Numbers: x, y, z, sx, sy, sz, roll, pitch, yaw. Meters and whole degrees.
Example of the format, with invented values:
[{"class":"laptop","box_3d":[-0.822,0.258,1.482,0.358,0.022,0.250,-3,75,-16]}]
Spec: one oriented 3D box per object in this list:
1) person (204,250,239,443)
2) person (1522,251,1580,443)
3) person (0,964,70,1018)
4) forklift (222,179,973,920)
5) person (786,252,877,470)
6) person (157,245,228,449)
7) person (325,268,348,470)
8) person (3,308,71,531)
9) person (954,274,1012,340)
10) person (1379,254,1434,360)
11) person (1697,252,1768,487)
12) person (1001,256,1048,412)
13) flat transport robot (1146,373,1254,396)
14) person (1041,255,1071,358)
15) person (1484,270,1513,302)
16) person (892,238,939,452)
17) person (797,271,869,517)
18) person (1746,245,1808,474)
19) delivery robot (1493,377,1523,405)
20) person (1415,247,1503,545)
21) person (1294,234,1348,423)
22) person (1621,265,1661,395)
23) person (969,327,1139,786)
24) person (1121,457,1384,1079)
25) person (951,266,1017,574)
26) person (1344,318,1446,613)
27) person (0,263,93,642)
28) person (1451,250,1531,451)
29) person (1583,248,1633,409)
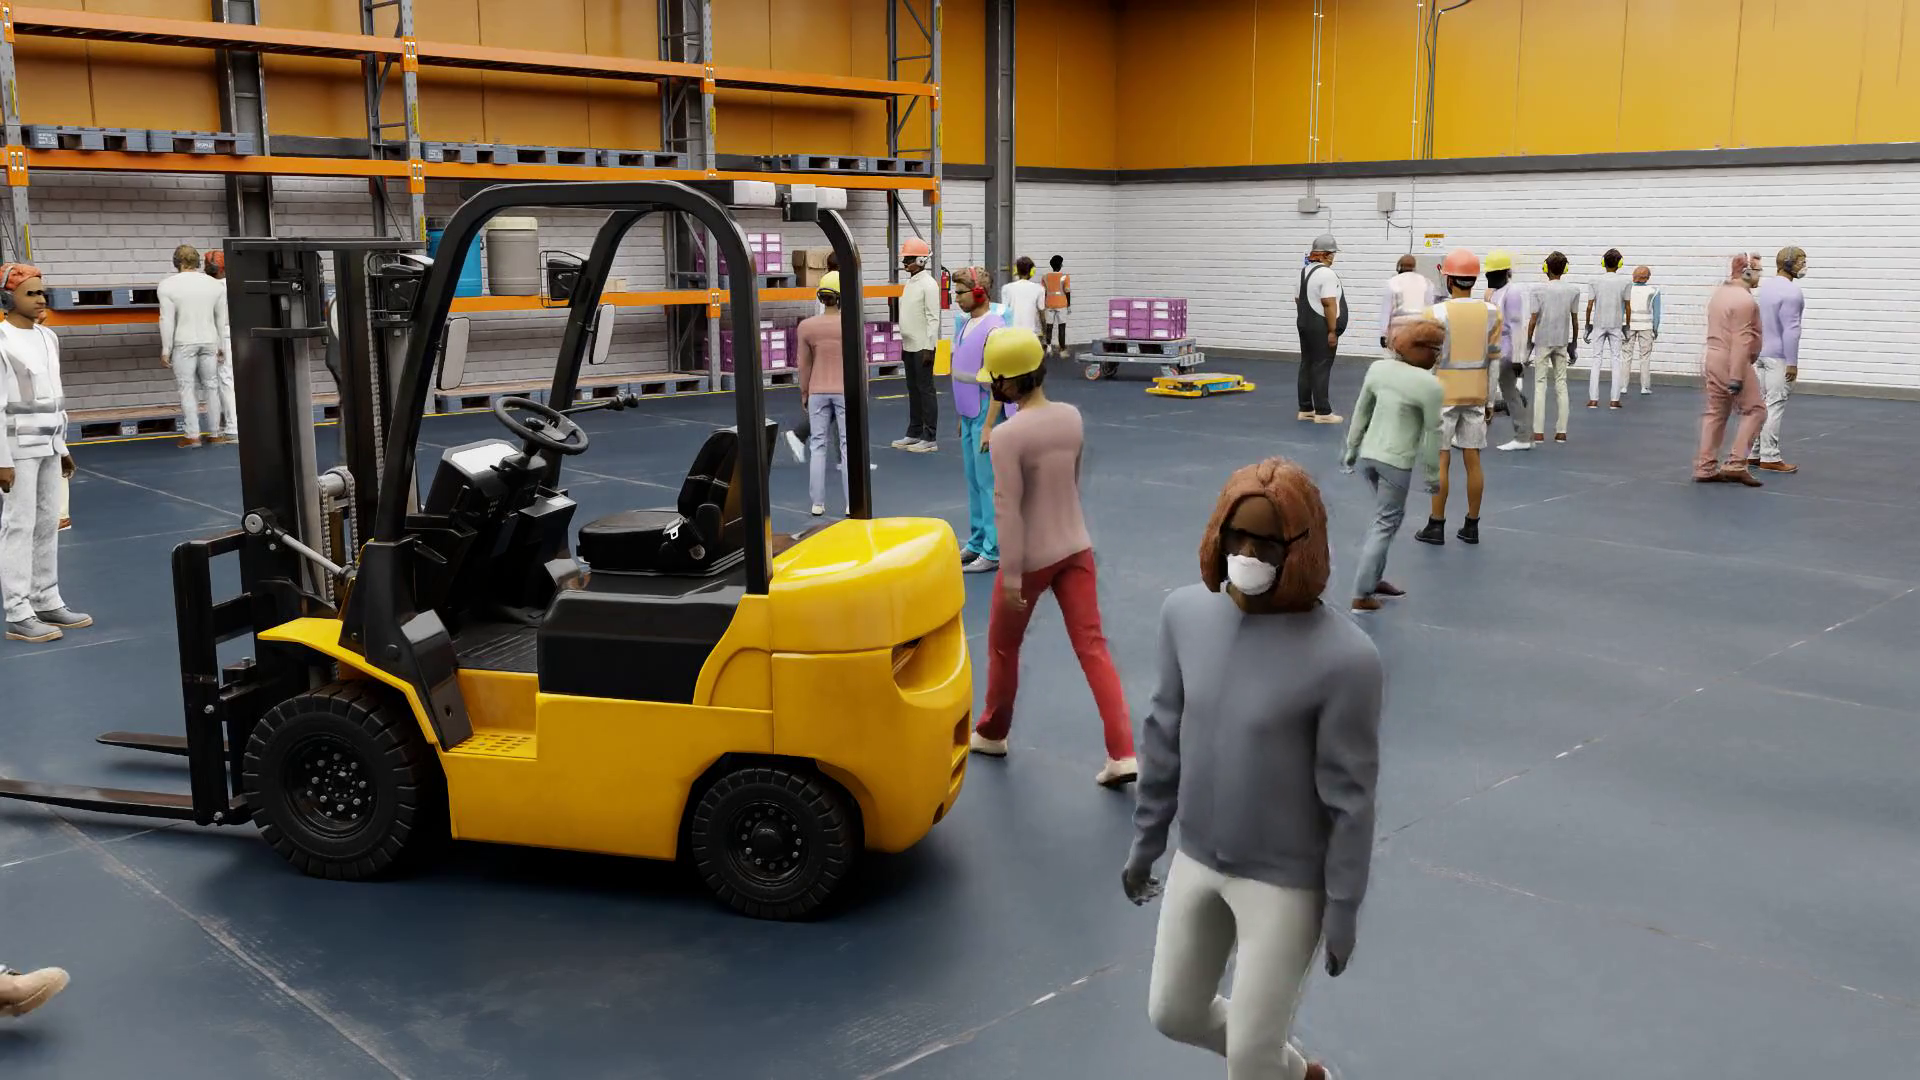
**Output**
[{"class":"person","box_3d":[-7.192,-1.884,16.284,0.360,1.879,0.578,-1,10,-4]},{"class":"person","box_3d":[5.782,-1.882,16.277,0.534,1.868,0.309,0,10,0]},{"class":"person","box_3d":[-2.647,0.421,3.883,0.893,1.805,0.653,-2,11,-12]},{"class":"forklift","box_3d":[-1.114,-0.058,5.440,2.313,2.155,1.214,2,11,13]},{"class":"person","box_3d":[-1.113,-1.534,14.309,0.713,1.900,0.595,-1,10,-4]},{"class":"person","box_3d":[-7.289,-1.830,15.857,0.483,1.932,0.656,10,14,43]},{"class":"person","box_3d":[-5.231,-1.483,14.242,0.374,1.839,0.539,-8,13,-36]},{"class":"person","box_3d":[-6.332,-0.864,11.366,0.498,1.633,0.279,6,12,32]},{"class":"person","box_3d":[0.227,-1.616,15.292,0.574,1.691,0.362,2,11,10]},{"class":"person","box_3d":[5.112,-2.360,19.043,0.671,1.809,0.517,-2,11,-11]},{"class":"person","box_3d":[6.328,-1.376,13.479,0.583,1.889,0.647,0,10,0]},{"class":"person","box_3d":[0.690,-2.225,18.344,0.534,1.817,0.881,2,11,13]},{"class":"flat transport robot","box_3d":[3.072,-1.990,21.223,1.431,0.197,0.652,-10,15,-44]},{"class":"person","box_3d":[1.591,-3.840,27.425,0.535,1.697,0.318,5,11,25]},{"class":"person","box_3d":[6.659,-2.557,20.587,0.309,1.640,0.511,-4,11,-22]},{"class":"person","box_3d":[-0.401,-1.827,15.631,0.377,1.995,0.608,-5,12,-26]},{"class":"person","box_3d":[-0.907,-1.042,11.980,0.525,1.769,0.315,2,11,10]},{"class":"person","box_3d":[6.989,-1.542,14.237,0.349,1.935,0.635,0,10,1]},{"class":"delivery robot","box_3d":[5.969,-1.736,18.808,0.707,0.478,0.477,-1,10,-7]},{"class":"person","box_3d":[3.247,-0.932,10.895,0.545,1.942,0.352,-1,10,-7]},{"class":"person","box_3d":[3.947,-2.300,18.087,0.536,2.000,0.676,-3,11,-16]},{"class":"person","box_3d":[8.630,-2.668,21.187,0.515,1.640,0.315,5,12,27]},{"class":"person","box_3d":[0.321,0.061,6.146,0.549,1.697,0.928,-9,14,-40]},{"class":"person","box_3d":[0.589,0.633,3.220,0.541,1.617,0.522,-9,14,-42]},{"class":"person","box_3d":[0.134,-0.721,10.028,0.389,1.837,0.563,-3,11,-16]},{"class":"person","box_3d":[2.350,-0.394,8.931,0.537,1.590,0.577,-5,12,-27]},{"class":"person","box_3d":[-4.678,-0.439,8.374,0.339,1.880,0.581,0,10,2]},{"class":"person","box_3d":[4.944,-1.753,15.548,0.976,1.867,0.627,1,10,3]},{"class":"person","box_3d":[7.585,-2.472,19.492,0.516,1.871,0.325,4,11,23]}]
